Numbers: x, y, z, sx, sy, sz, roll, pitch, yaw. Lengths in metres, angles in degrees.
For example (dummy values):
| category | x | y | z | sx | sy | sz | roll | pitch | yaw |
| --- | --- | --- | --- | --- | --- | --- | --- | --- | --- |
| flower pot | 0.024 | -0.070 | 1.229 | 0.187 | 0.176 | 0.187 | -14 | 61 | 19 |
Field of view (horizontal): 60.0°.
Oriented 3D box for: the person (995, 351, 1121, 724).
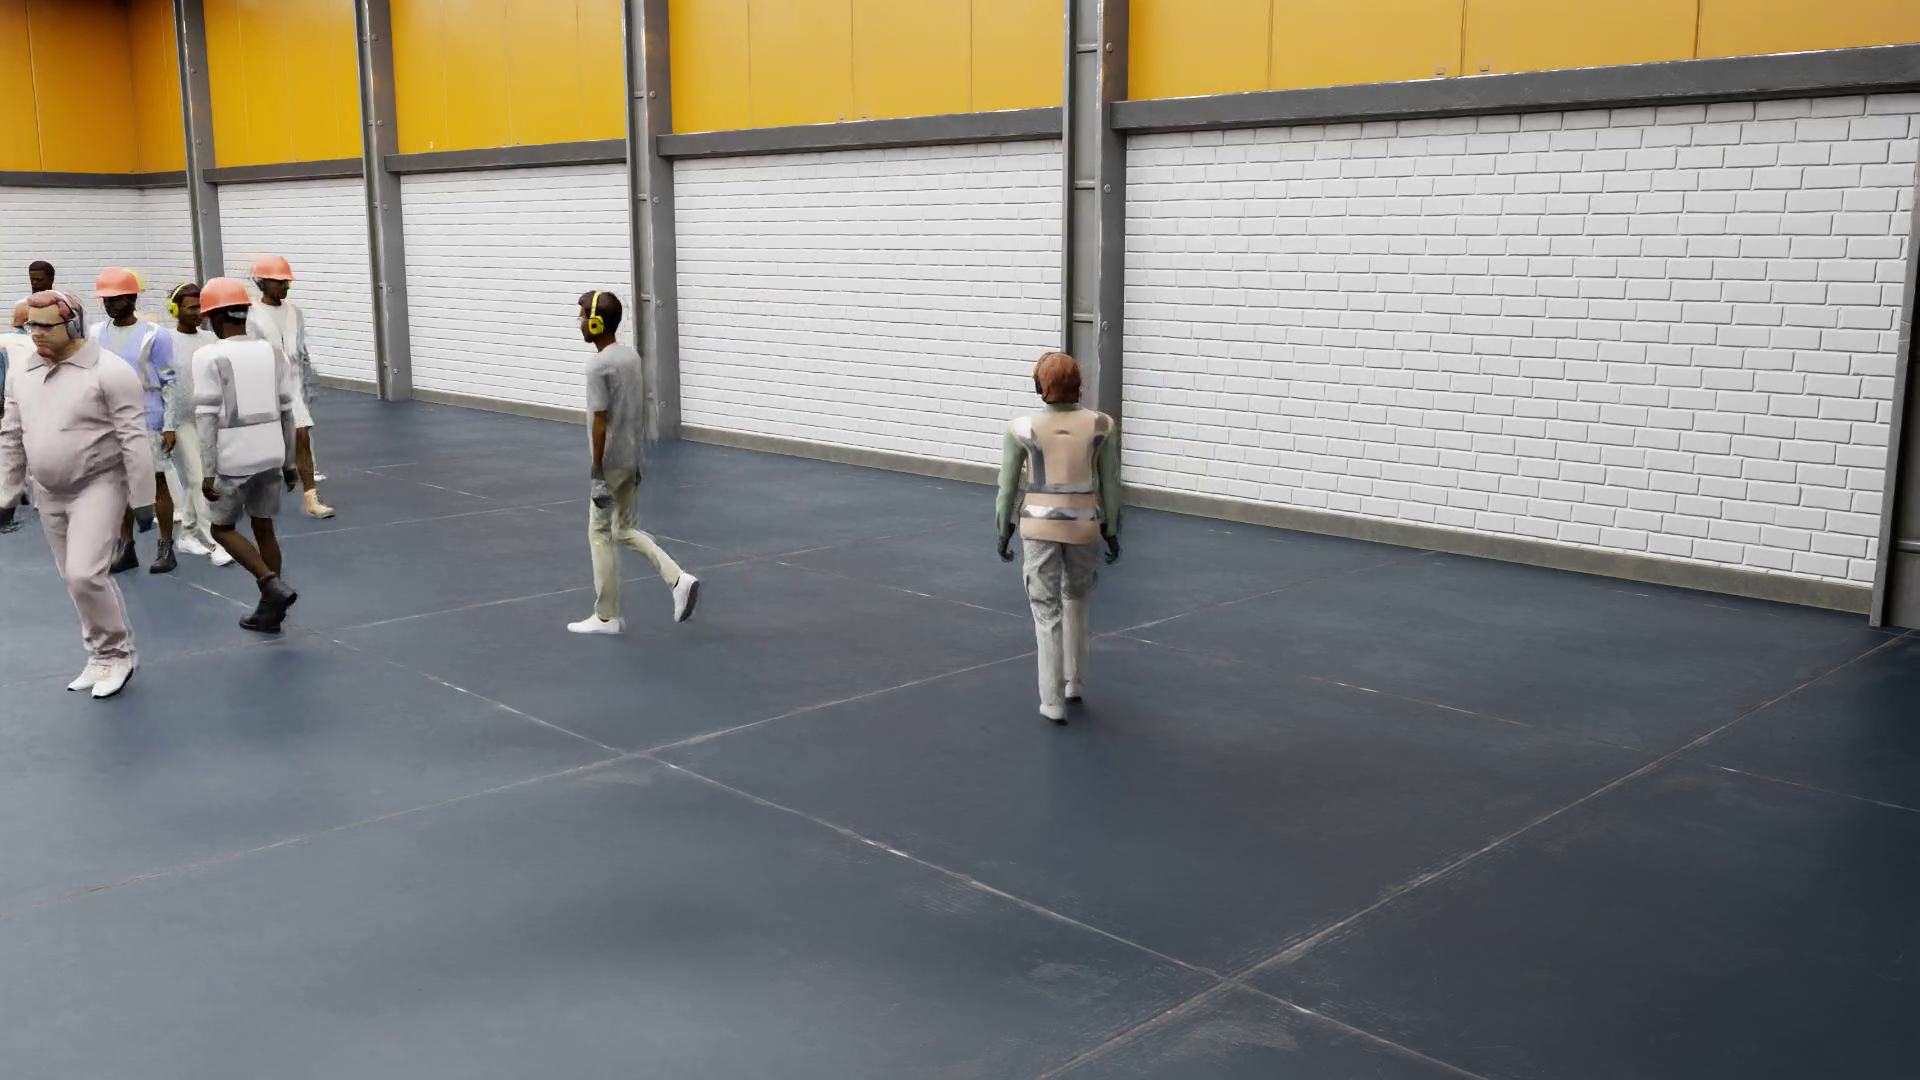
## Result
| category | x | y | z | sx | sy | sz | roll | pitch | yaw |
| --- | --- | --- | --- | --- | --- | --- | --- | --- | --- |
| person | 0.419 | -0.022 | 7.377 | 0.546 | 1.618 | 0.526 | -2 | 11 | -10 |

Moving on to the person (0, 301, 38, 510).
| category | x | y | z | sx | sy | sz | roll | pitch | yaw |
| --- | --- | --- | --- | --- | --- | --- | --- | --- | --- |
| person | -7.212 | -1.044 | 12.955 | 0.530 | 1.623 | 0.372 | -1 | 10 | -5 |

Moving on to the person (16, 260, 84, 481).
| category | x | y | z | sx | sy | sz | roll | pitch | yaw |
| --- | --- | --- | --- | --- | --- | --- | --- | --- | --- |
| person | -7.909 | -1.473 | 14.507 | 0.592 | 1.918 | 0.386 | 0 | 10 | 3 |

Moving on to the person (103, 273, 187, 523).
| category | x | y | z | sx | sy | sz | roll | pitch | yaw |
| --- | --- | --- | --- | --- | --- | --- | --- | --- | --- |
| person | -6.149 | -1.052 | 12.325 | 0.964 | 1.871 | 0.603 | 2 | 11 | 9 |

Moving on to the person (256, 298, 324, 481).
| category | x | y | z | sx | sy | sz | roll | pitch | yaw |
| --- | --- | --- | --- | --- | --- | --- | --- | --- | --- |
| person | -5.819 | -1.280 | 14.332 | 0.580 | 1.600 | 0.392 | 0 | 10 | -1 |

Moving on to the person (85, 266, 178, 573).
| category | x | y | z | sx | sy | sz | roll | pitch | yaw |
| --- | --- | --- | --- | --- | --- | --- | --- | --- | --- |
| person | -5.217 | -0.744 | 10.481 | 0.548 | 1.937 | 0.379 | 0 | 10 | 1 |

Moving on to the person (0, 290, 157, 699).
| category | x | y | z | sx | sy | sz | roll | pitch | yaw |
| --- | --- | --- | --- | --- | --- | --- | --- | --- | --- |
| person | -4.082 | -0.198 | 7.660 | 0.673 | 1.885 | 0.593 | 3 | 11 | 15 |

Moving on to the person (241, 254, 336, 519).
| category | x | y | z | sx | sy | sz | roll | pitch | yaw |
| --- | --- | --- | --- | --- | --- | --- | --- | --- | --- |
| person | -5.247 | -1.168 | 12.648 | 1.041 | 2.003 | 0.621 | 7 | 13 | 35 |

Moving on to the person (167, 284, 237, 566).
| category | x | y | z | sx | sy | sz | roll | pitch | yaw |
| --- | --- | --- | --- | --- | --- | --- | --- | --- | --- |
| person | -4.971 | -0.762 | 10.903 | 0.888 | 1.817 | 0.525 | 7 | 13 | 35 |

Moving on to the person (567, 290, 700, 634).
| category | x | y | z | sx | sy | sz | roll | pitch | yaw |
| --- | --- | --- | --- | --- | --- | --- | --- | --- | --- |
| person | -1.771 | -0.393 | 8.802 | 0.653 | 1.852 | 0.535 | 3 | 11 | 18 |

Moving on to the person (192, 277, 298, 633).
| category | x | y | z | sx | sy | sz | roll | pitch | yaw |
| --- | --- | --- | --- | --- | --- | --- | --- | --- | --- |
| person | -3.750 | -0.425 | 8.797 | 0.526 | 1.916 | 0.569 | 6 | 12 | 31 |
